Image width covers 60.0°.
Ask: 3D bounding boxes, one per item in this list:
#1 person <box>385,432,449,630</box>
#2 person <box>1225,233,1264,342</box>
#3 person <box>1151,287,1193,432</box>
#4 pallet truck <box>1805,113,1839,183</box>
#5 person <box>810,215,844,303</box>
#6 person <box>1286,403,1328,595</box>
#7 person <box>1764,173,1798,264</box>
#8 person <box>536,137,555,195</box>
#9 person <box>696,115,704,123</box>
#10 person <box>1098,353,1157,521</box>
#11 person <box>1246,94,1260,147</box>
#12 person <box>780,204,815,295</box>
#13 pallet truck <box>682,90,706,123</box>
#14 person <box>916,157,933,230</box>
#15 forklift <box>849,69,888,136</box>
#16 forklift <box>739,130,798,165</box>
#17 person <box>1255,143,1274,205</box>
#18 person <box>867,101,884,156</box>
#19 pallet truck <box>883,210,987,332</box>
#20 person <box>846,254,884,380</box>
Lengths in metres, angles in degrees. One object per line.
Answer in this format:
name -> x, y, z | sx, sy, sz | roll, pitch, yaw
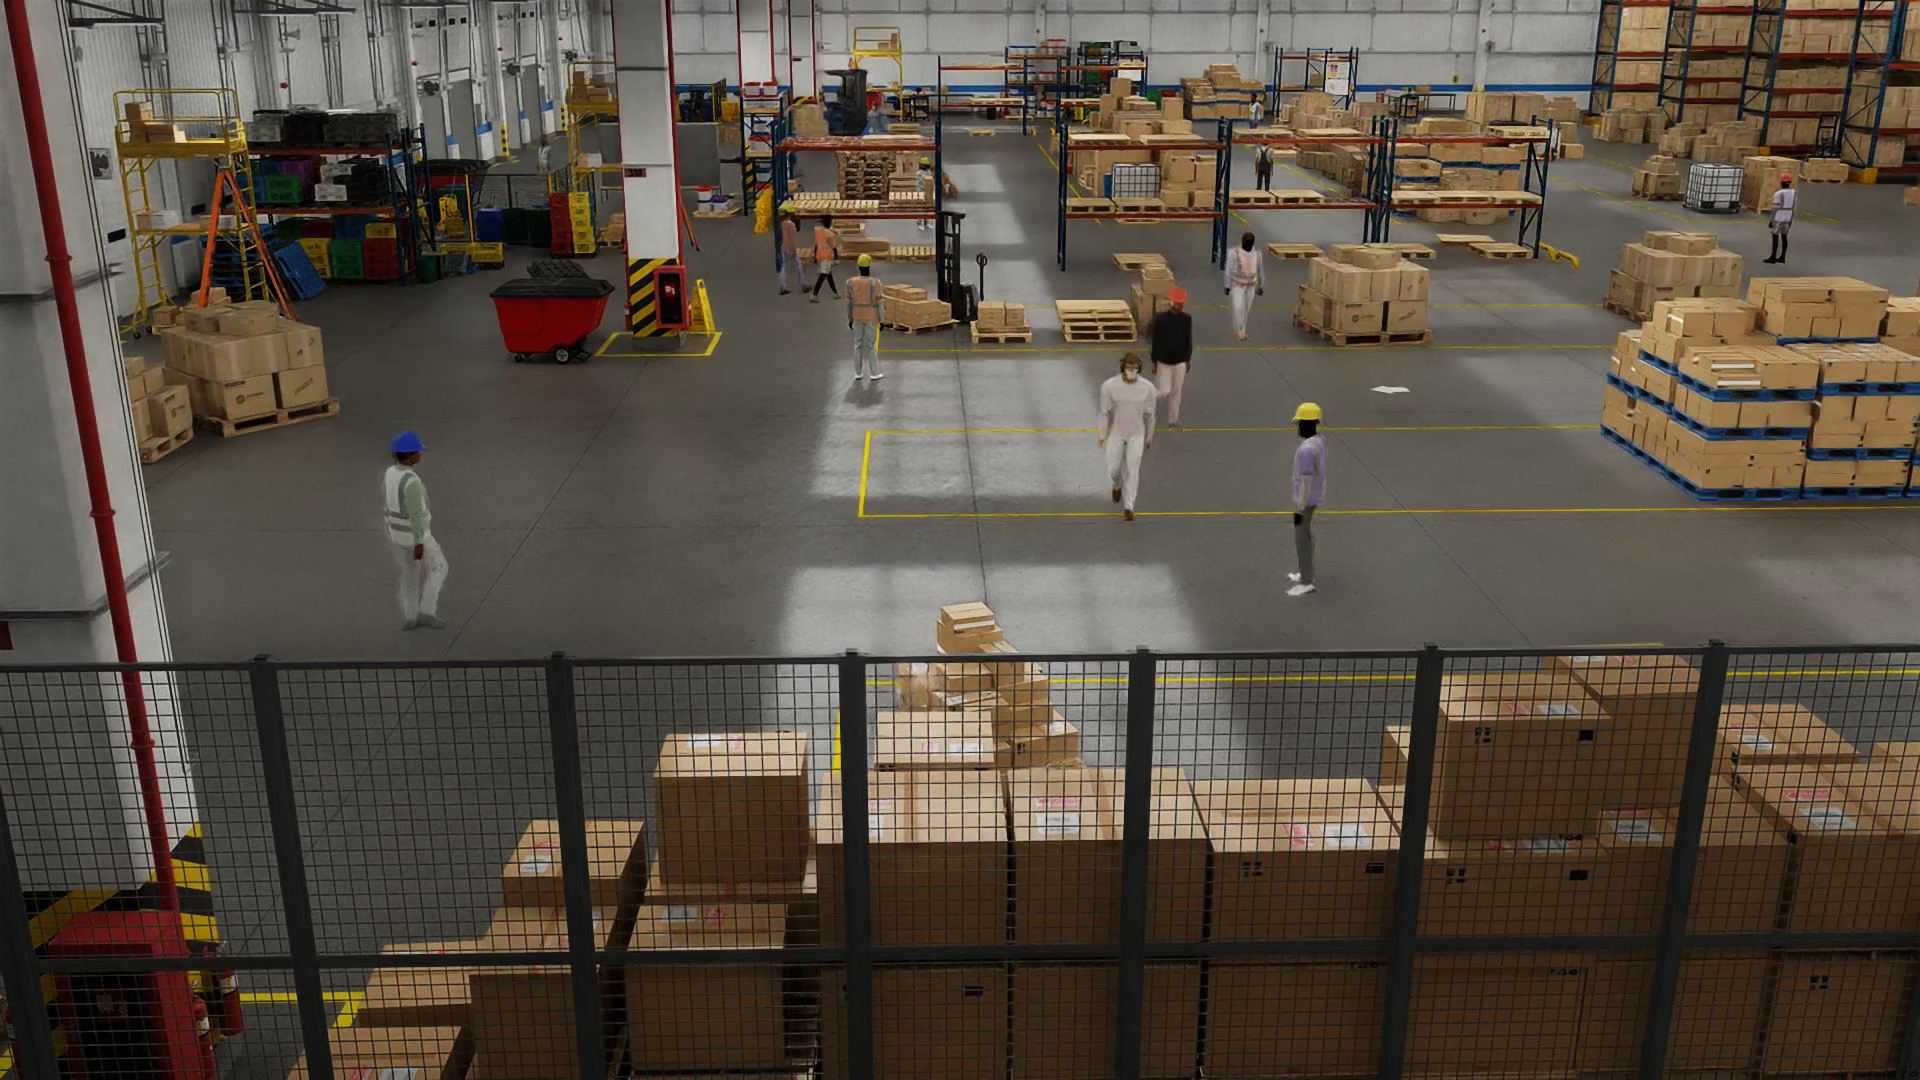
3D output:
person -> -5.086, -0.076, 15.562 | 0.482, 1.932, 0.614 | -17, 25, -42
person -> 4.873, -4.284, 28.210 | 0.657, 1.814, 0.766 | -6, 19, -16
person -> 2.849, -2.464, 22.562 | 0.637, 1.980, 0.561 | -10, 21, -28
pallet truck -> 26.403, -11.957, 50.702 | 0.823, 1.965, 1.885 | 6, 19, 16
person -> -2.571, -5.353, 31.661 | 0.855, 1.649, 0.533 | -15, 24, -38
person -> 3.447, -0.403, 16.613 | 0.362, 1.898, 0.716 | 8, 20, 22
person -> 17.760, -6.955, 35.958 | 0.550, 1.935, 0.370 | -5, 19, -13
person -> -11.814, -10.666, 47.469 | 0.536, 1.616, 0.543 | 15, 24, 38
person -> -8.120, -12.473, 52.504 | 0.657, 1.834, 0.956 | 3, 19, 8
person -> 1.899, -1.202, 18.909 | 0.645, 1.926, 0.608 | 2, 19, 6
person -> 10.821, -15.442, 61.183 | 0.400, 1.914, 0.590 | -5, 19, -15
person -> -3.225, -5.676, 32.464 | 0.757, 1.735, 0.536 | -14, 23, -35
pallet truck -> -9.671, -15.907, 62.421 | 0.823, 1.965, 1.885 | 5, 19, 15
person -> -0.871, -8.534, 40.937 | 0.288, 1.746, 0.487 | 17, 25, 41
forklift -> -3.627, -15.472, 59.769 | 1.873, 2.768, 1.129 | -10, 21, -26
forklift -> -6.389, -13.889, 55.073 | 1.873, 2.768, 1.129 | -1, 19, -1
person -> 8.298, -10.081, 45.370 | 0.506, 1.847, 0.343 | 7, 20, 21
person -> -2.913, -14.242, 57.657 | 0.647, 1.893, 1.011 | 7, 20, 20
pallet truck -> -0.493, -4.759, 29.349 | 1.885, 1.965, 0.823 | -13, 23, -34
person -> -1.444, -3.401, 25.425 | 0.588, 1.930, 0.364 | 4, 19, 13
